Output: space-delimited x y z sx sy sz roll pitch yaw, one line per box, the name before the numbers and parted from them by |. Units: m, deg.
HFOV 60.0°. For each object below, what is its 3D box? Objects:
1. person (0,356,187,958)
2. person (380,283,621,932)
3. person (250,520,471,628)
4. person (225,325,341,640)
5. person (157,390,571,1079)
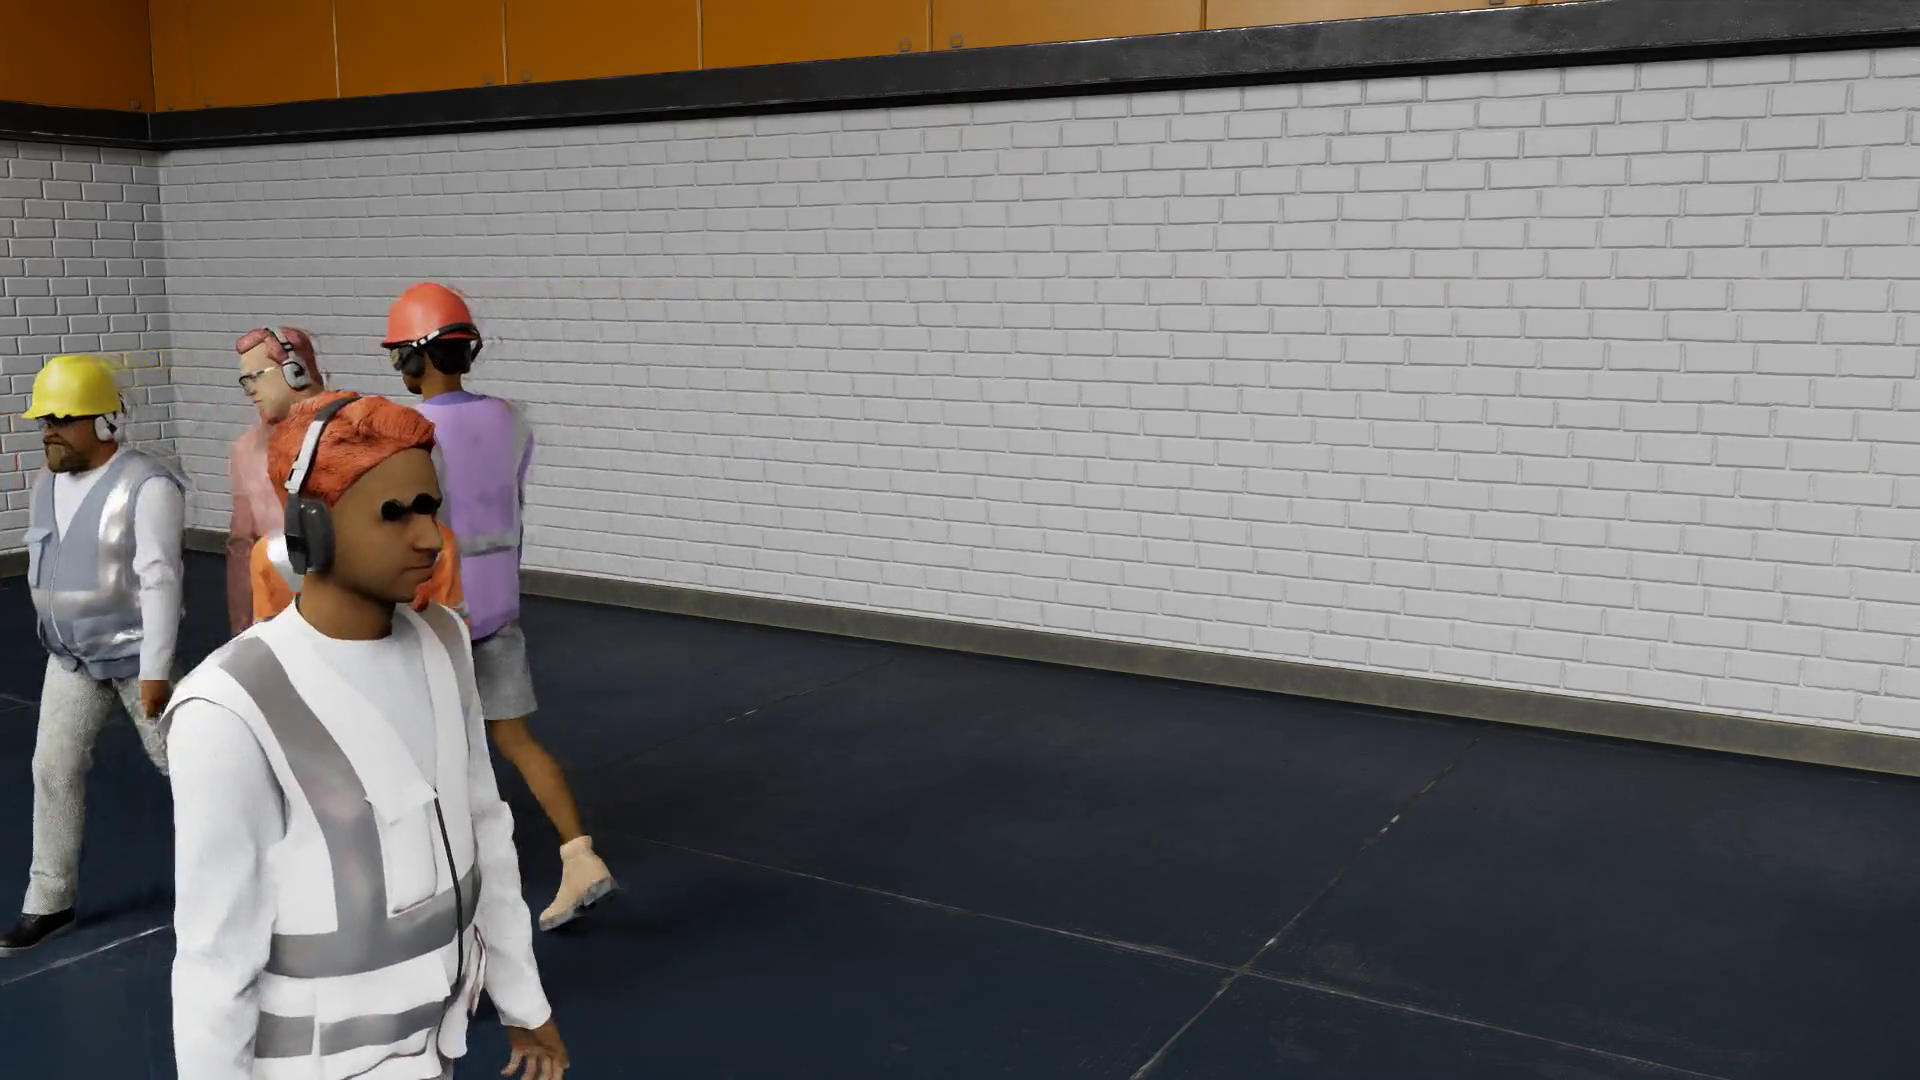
person | -2.591 0.310 5.207 0.592 1.787 0.910 3 10 20
person | -1.493 0.218 5.095 1.011 2.007 0.600 6 11 35
person | -1.543 0.488 4.341 0.535 1.699 0.318 -4 10 -24
person | -1.982 0.255 5.288 0.658 1.863 0.549 3 10 20
person | -0.753 0.731 2.318 0.573 1.868 0.580 2 9 10
